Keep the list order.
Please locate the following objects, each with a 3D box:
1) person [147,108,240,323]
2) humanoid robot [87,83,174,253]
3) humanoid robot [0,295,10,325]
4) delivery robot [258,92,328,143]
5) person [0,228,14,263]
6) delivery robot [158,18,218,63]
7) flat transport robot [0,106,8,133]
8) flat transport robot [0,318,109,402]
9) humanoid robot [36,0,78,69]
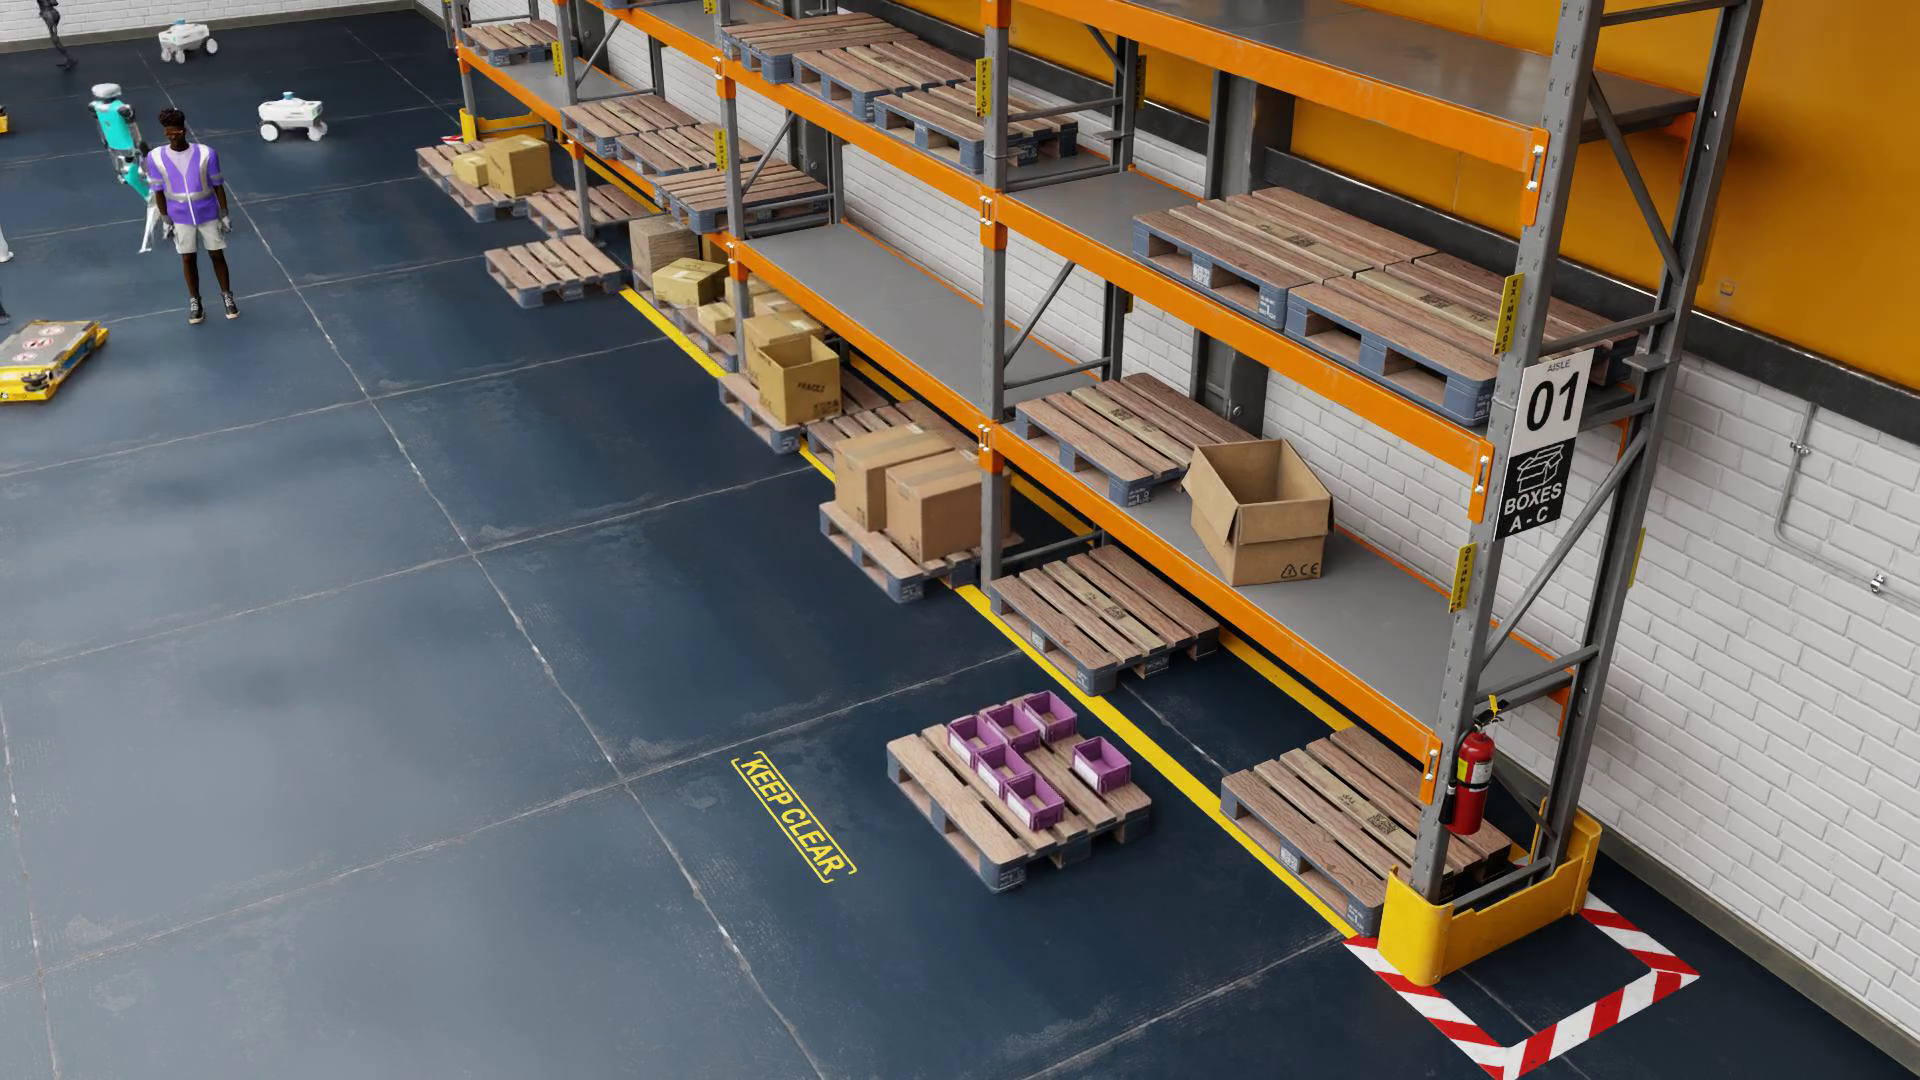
[{"bbox_3d":[-6.959,-2.953,15.124,0.603,1.966,0.374,-10,31,-18],"label":"person"},{"bbox_3d":[-8.215,-3.788,16.851,0.537,1.778,0.807,11,31,19],"label":"humanoid robot"},{"bbox_3d":[-9.040,-2.746,15.059,0.605,1.649,0.333,9,31,15],"label":"humanoid robot"},{"bbox_3d":[-8.278,-5.242,20.582,0.768,0.581,0.499,-1,30,-1],"label":"delivery robot"},{"bbox_3d":[-9.823,-3.552,16.447,0.465,1.706,0.368,-7,30,-13],"label":"person"},{"bbox_3d":[-11.255,-7.277,24.200,0.499,0.606,0.796,12,32,20],"label":"delivery robot"},{"bbox_3d":[-12.706,-5.171,20.762,1.431,0.231,0.659,-13,32,-22],"label":"flat transport robot"},{"bbox_3d":[-7.982,-1.570,14.404,0.659,0.231,1.431,-2,30,-4],"label":"flat transport robot"},{"bbox_3d":[-12.871,-7.503,23.451,0.396,1.639,0.612,-22,36,-34],"label":"humanoid robot"}]
